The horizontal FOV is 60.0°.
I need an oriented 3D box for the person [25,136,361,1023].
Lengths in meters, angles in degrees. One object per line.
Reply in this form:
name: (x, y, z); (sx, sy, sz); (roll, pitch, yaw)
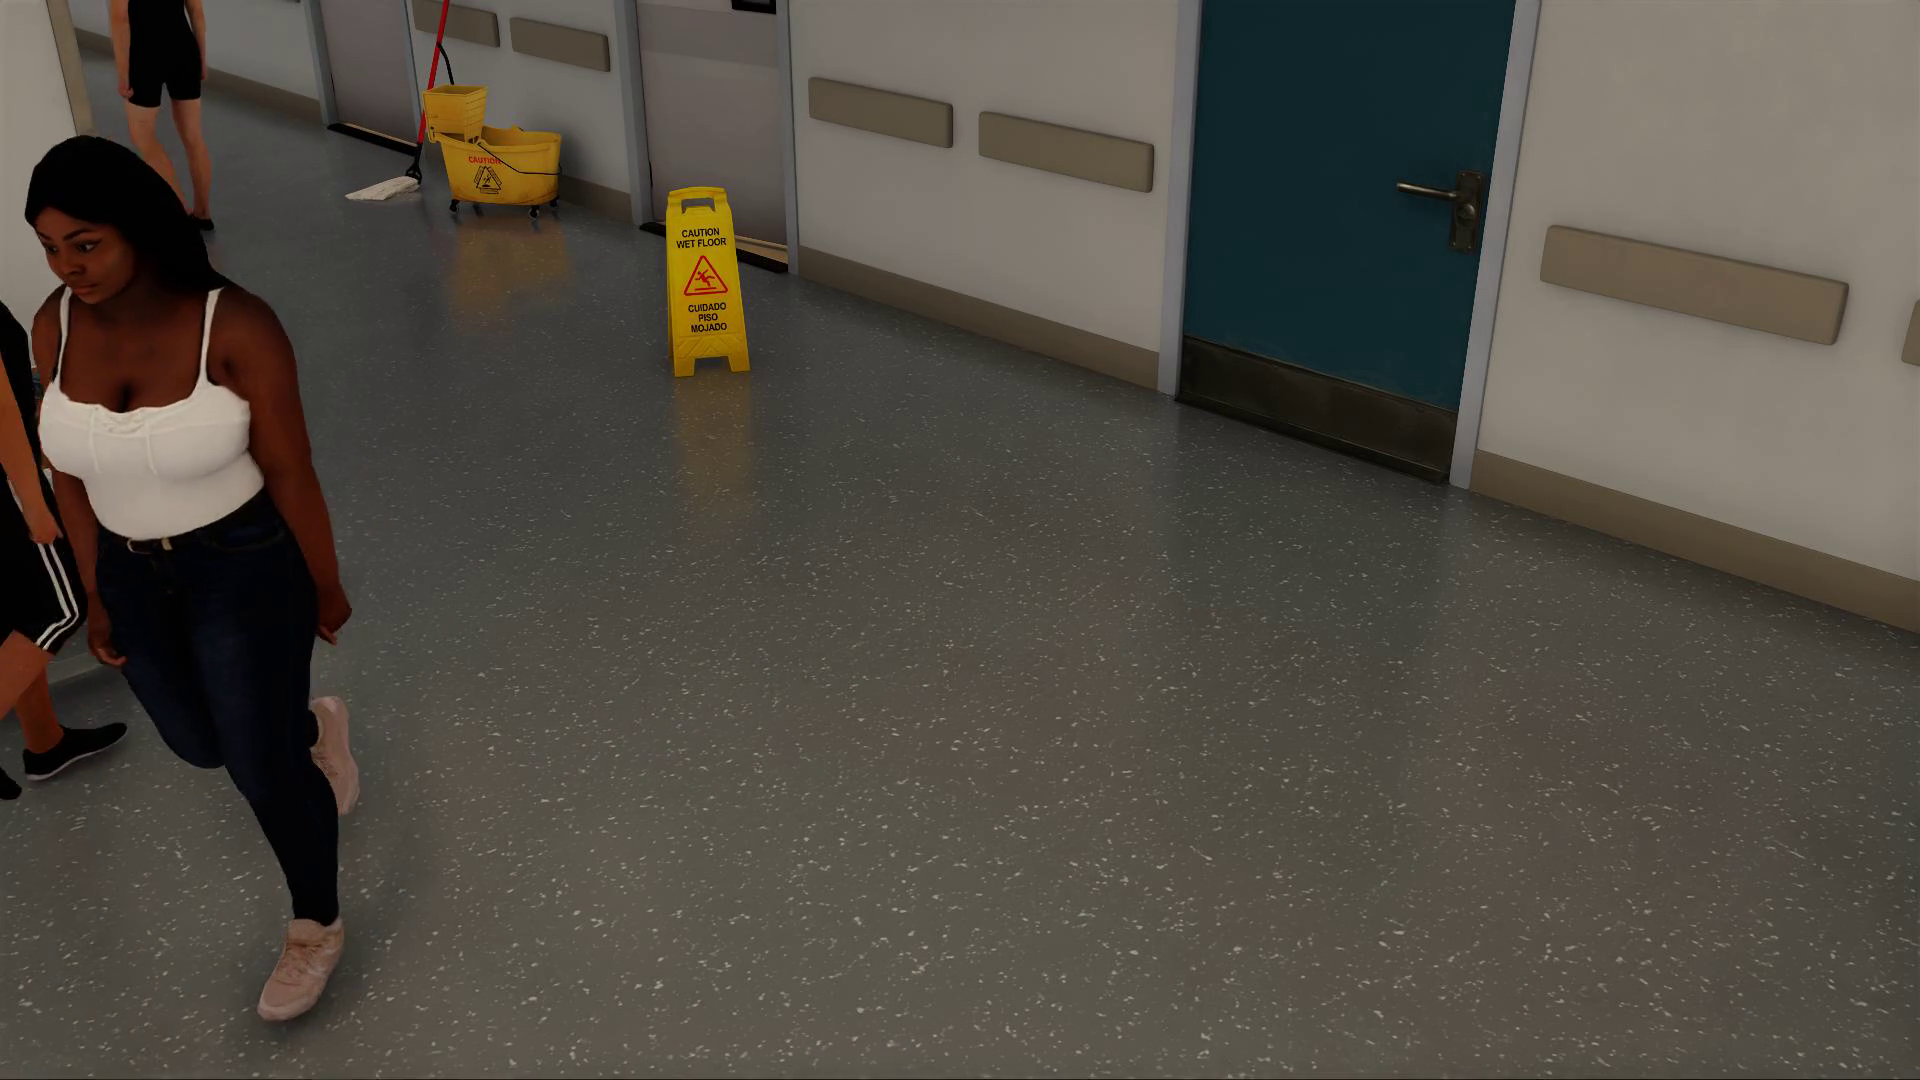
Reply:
person: (-1.501, 0.060, 3.395); (1.082, 1.769, 1.083); (1, 26, 2)

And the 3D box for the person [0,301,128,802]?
person: (-2.355, -0.110, 3.883); (0.709, 1.651, 0.728); (18, 31, 32)

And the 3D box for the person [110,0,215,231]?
person: (-4.083, -2.475, 8.602); (0.699, 1.812, 0.768); (15, 29, 28)
